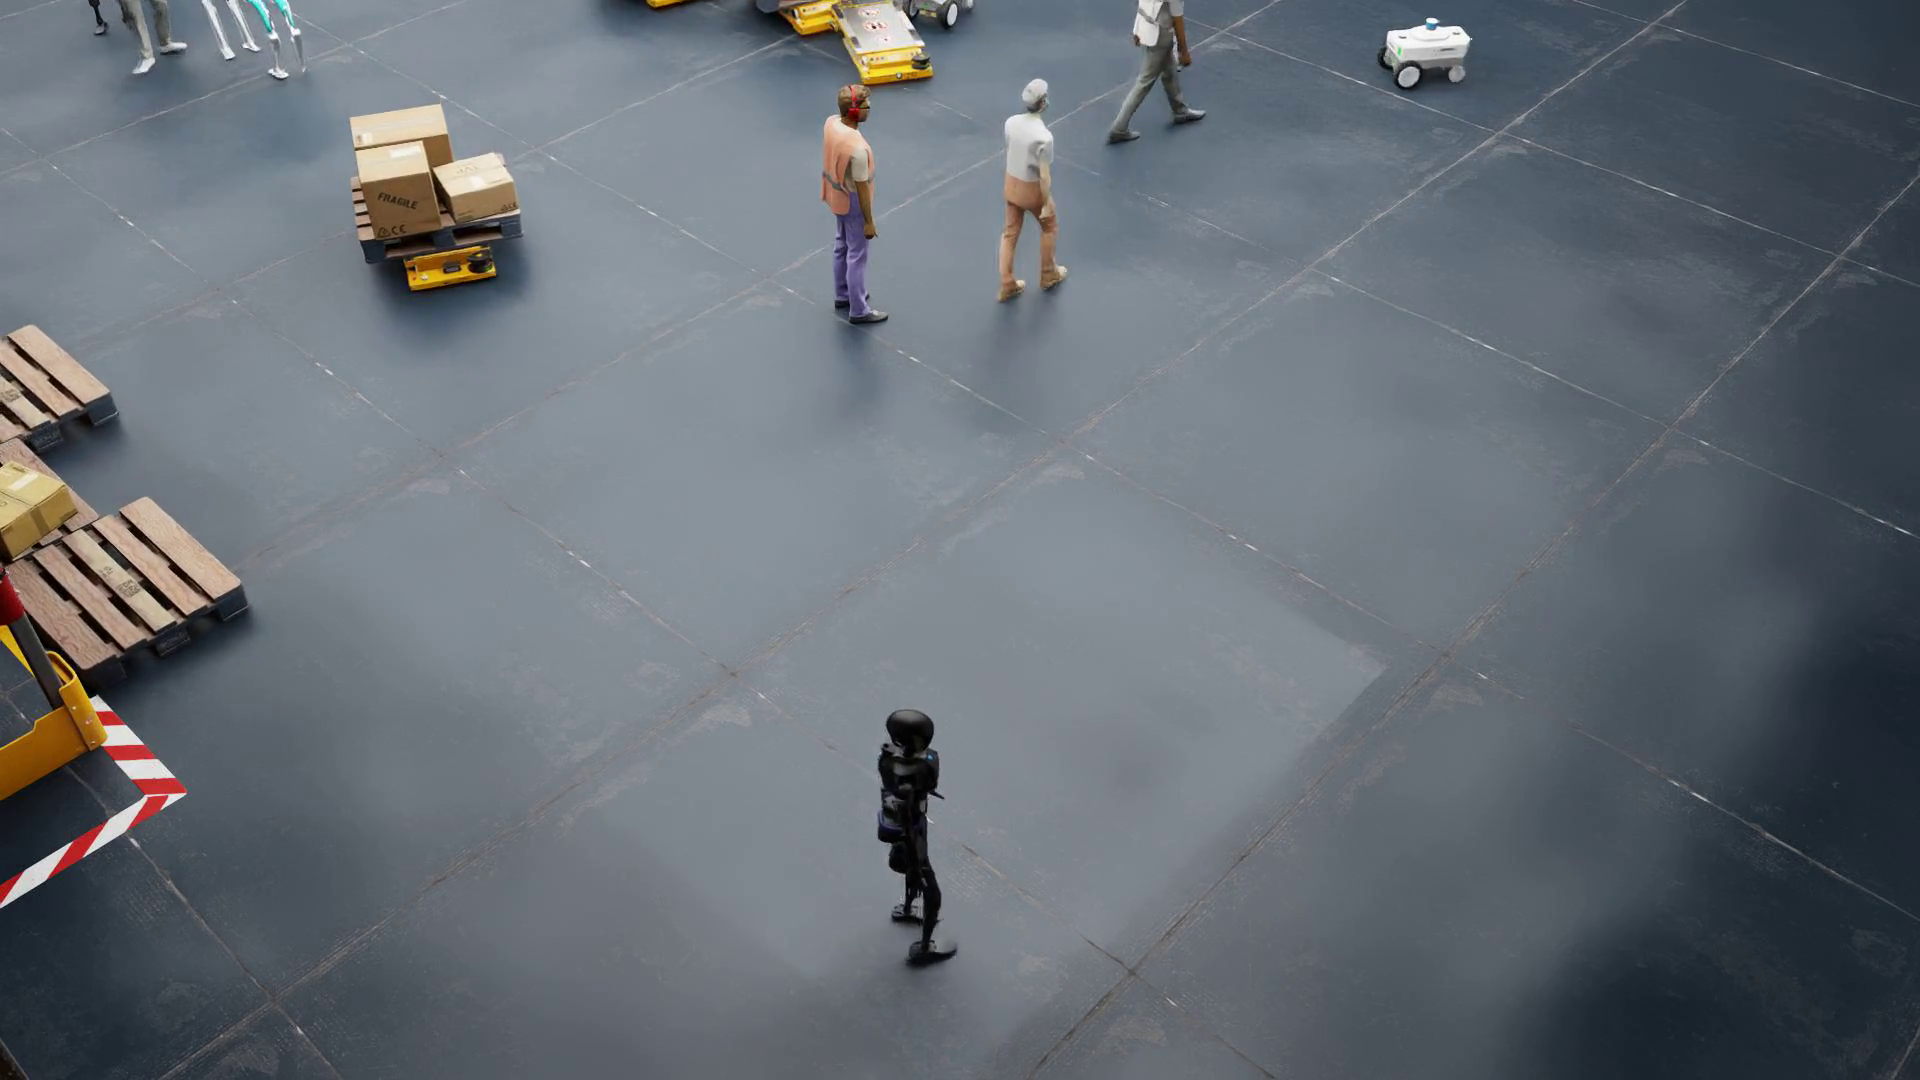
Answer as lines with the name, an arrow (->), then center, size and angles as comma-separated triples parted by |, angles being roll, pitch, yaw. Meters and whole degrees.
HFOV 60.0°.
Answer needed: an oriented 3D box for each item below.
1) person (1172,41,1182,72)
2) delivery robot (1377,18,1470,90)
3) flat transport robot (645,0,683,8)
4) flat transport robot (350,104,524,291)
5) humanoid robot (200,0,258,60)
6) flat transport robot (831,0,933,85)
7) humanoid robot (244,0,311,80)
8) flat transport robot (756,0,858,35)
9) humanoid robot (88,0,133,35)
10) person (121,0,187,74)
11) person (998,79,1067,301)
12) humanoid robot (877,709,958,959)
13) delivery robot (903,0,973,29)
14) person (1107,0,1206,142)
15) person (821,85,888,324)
person -> 1.953, -5.368, 15.347 | 0.594, 1.796, 0.945 | -14, 44, -15
delivery robot -> 4.273, -4.491, 15.317 | 0.814, 0.612, 0.499 | -6, 42, -7
flat transport robot -> -3.158, -5.852, 17.031 | 0.659, 0.231, 1.431 | -24, 47, -24
flat transport robot -> -4.135, -2.475, 13.277 | 0.659, 0.231, 1.431 | -13, 44, -14
humanoid robot -> -6.905, -5.305, 15.311 | 0.531, 1.768, 0.708 | -26, 48, -26
flat transport robot -> -0.764, -4.757, 15.813 | 0.659, 0.231, 1.431 | -11, 43, -12
humanoid robot -> -6.247, -4.987, 14.984 | 0.530, 1.794, 0.699 | -27, 48, -26
flat transport robot -> -1.600, -5.447, 16.580 | 0.659, 0.231, 1.431 | -21, 46, -22
humanoid robot -> -8.228, -5.636, 15.727 | 0.599, 1.657, 0.315 | -17, 45, -18
person -> -7.548, -5.113, 15.209 | 0.328, 1.608, 0.616 | 18, 45, 19
person -> 0.560, -2.611, 12.342 | 0.464, 1.724, 0.732 | 30, 50, 29
humanoid robot -> -0.185, 1.349, 7.976 | 0.399, 1.651, 0.614 | 2, 42, 2
delivery robot -> -0.195, -5.372, 16.297 | 0.519, 0.613, 0.784 | 19, 45, 20
person -> 1.709, -4.268, 14.129 | 0.985, 1.791, 0.587 | -12, 43, -13
person -> -0.795, -2.420, 12.039 | 0.373, 1.840, 0.568 | -19, 45, -20
